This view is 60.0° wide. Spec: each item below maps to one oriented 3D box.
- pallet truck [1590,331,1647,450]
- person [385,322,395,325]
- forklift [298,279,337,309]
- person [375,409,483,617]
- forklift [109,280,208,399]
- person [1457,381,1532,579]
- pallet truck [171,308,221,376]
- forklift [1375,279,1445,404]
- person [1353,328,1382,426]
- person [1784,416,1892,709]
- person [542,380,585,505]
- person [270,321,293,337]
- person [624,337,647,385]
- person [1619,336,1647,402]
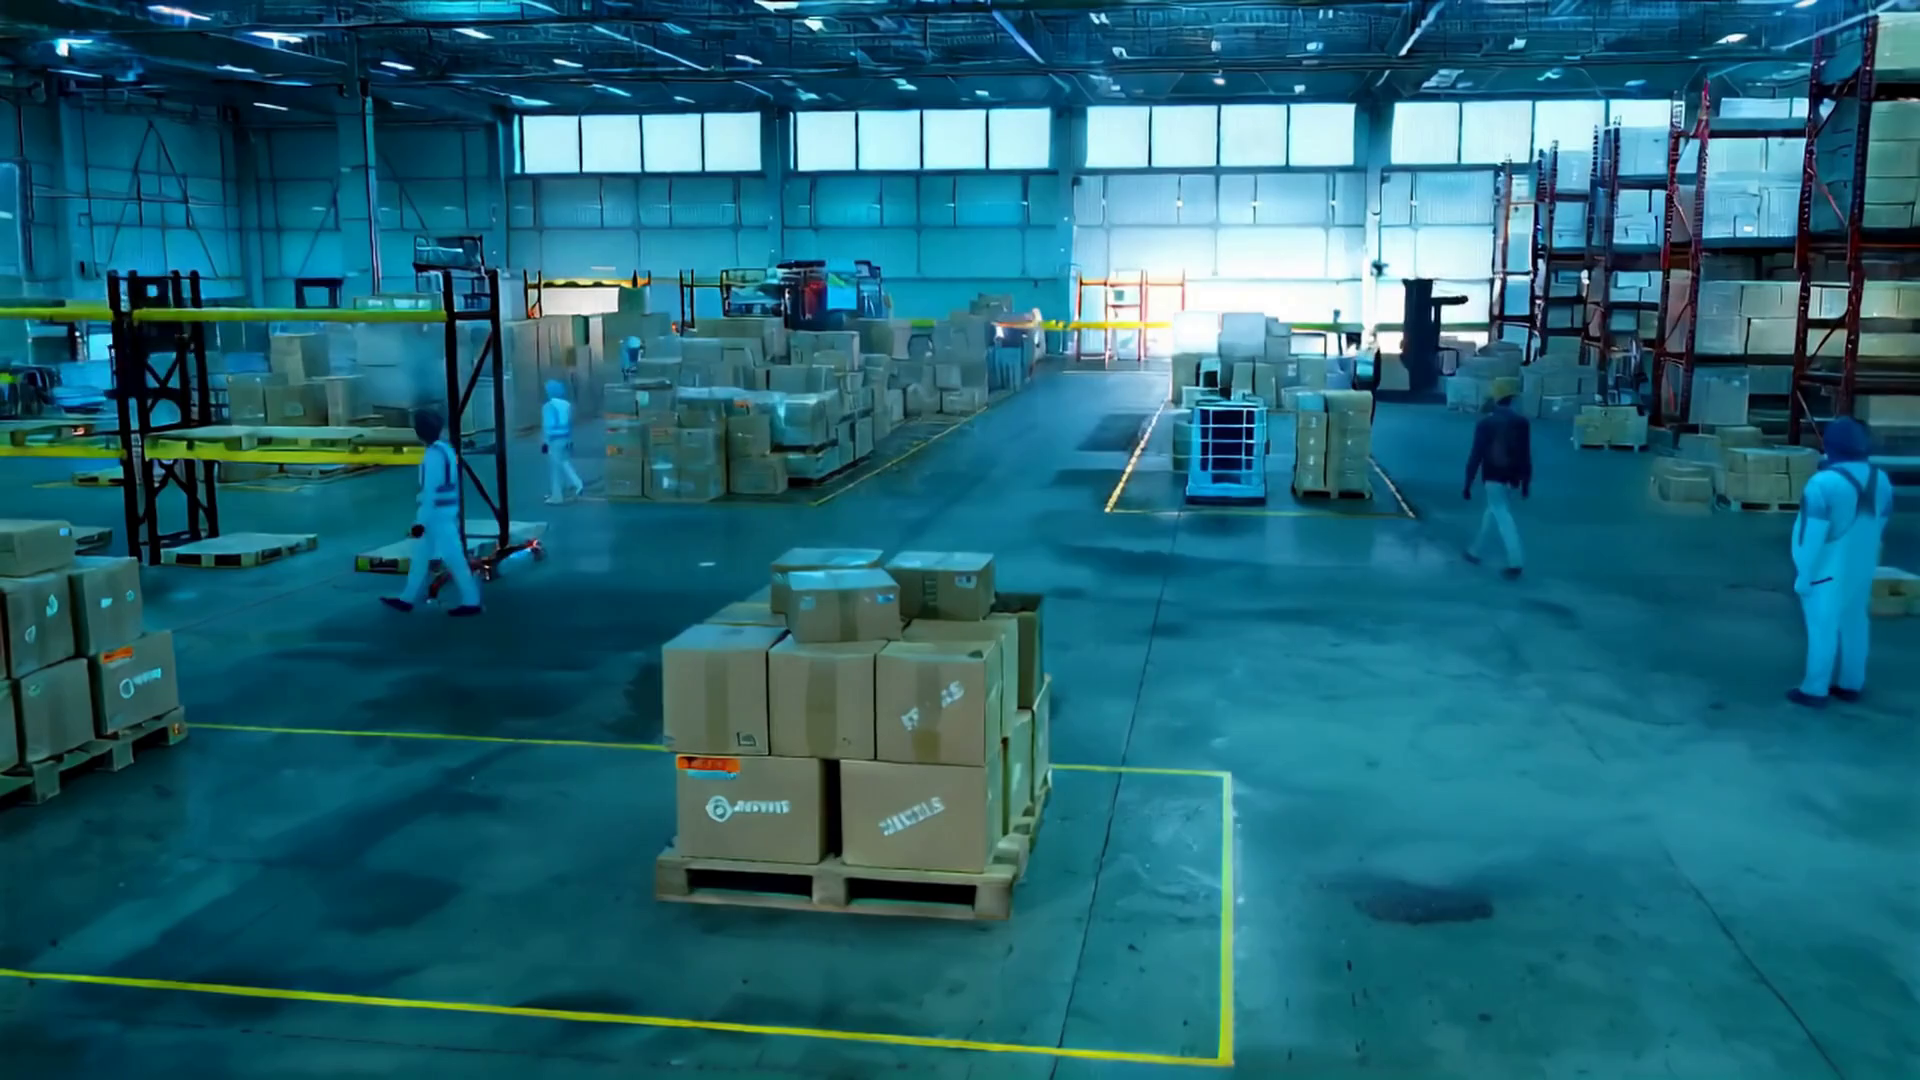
[{"bbox_3d":[11.253,-2.573,28.499,0.823,1.965,1.885,5,10,27],"label":"pallet truck"},{"bbox_3d":[-13.353,-4.250,39.196,0.555,1.893,1.013,-2,9,-9],"label":"person"},{"bbox_3d":[-16.119,-5.175,41.832,1.129,2.768,1.873,-5,10,-28],"label":"forklift"},{"bbox_3d":[-4.645,-0.217,14.470,0.958,1.834,0.595,-2,9,-13],"label":"person"},{"bbox_3d":[-18.803,-4.699,38.898,1.873,2.768,1.129,1,9,9],"label":"forklift"},{"bbox_3d":[5.328,-0.609,16.562,0.634,1.933,1.081,-4,10,-23],"label":"person"},{"bbox_3d":[-21.869,-5.598,47.154,0.823,1.965,1.885,4,10,26],"label":"pallet truck"},{"bbox_3d":[10.453,-4.588,38.213,1.873,2.768,1.129,7,12,37],"label":"forklift"},{"bbox_3d":[7.951,-3.167,32.450,0.389,1.910,0.590,-8,12,-39],"label":"person"},{"bbox_3d":[6.055,0.149,11.574,0.683,2.000,0.536,-3,10,-20],"label":"person"},{"bbox_3d":[-5.157,-1.251,21.494,0.418,1.628,0.527,4,10,22],"label":"person"},{"bbox_3d":[-17.043,-4.698,41.841,0.636,1.922,0.452,2,9,9],"label":"person"},{"bbox_3d":[-6.955,-3.539,35.633,0.520,1.609,0.768,3,10,17],"label":"person"},{"bbox_3d":[13.052,-3.123,32.370,0.619,1.845,0.430,-5,11,-30],"label":"person"}]
